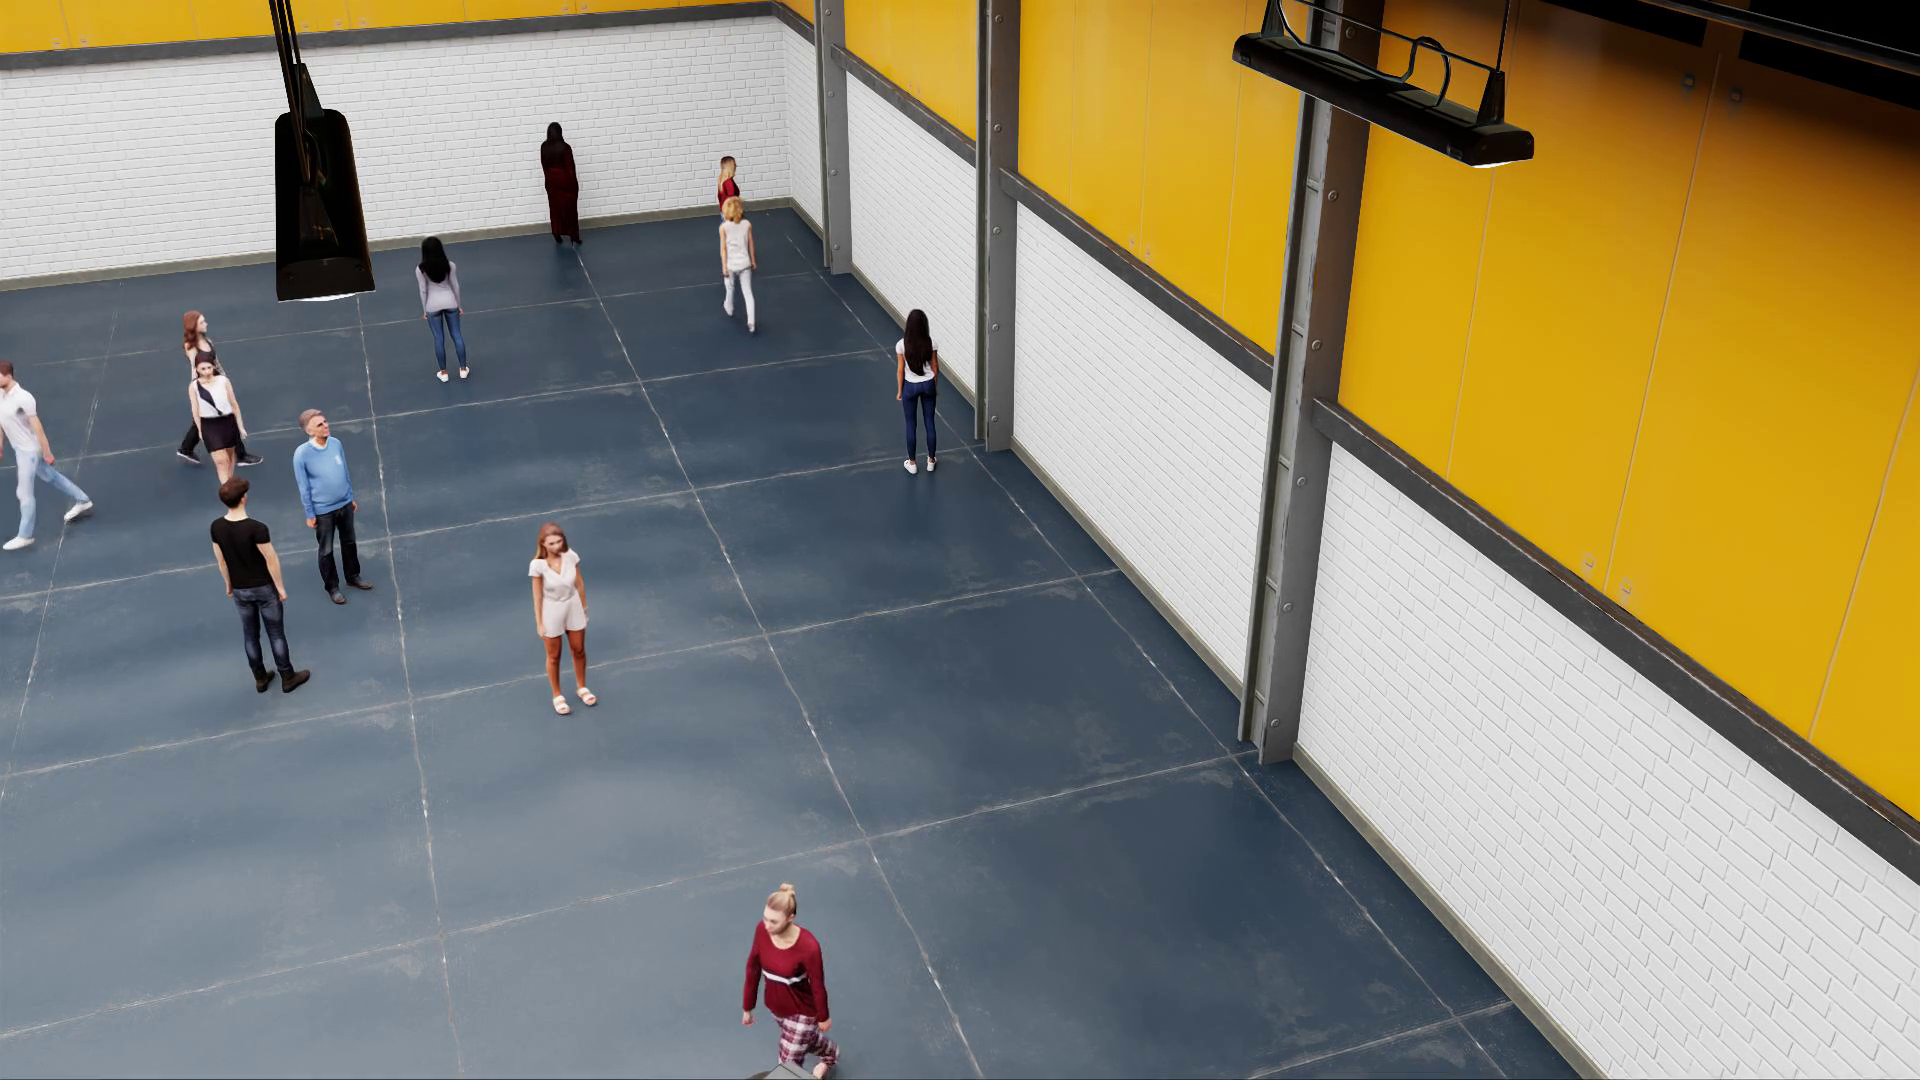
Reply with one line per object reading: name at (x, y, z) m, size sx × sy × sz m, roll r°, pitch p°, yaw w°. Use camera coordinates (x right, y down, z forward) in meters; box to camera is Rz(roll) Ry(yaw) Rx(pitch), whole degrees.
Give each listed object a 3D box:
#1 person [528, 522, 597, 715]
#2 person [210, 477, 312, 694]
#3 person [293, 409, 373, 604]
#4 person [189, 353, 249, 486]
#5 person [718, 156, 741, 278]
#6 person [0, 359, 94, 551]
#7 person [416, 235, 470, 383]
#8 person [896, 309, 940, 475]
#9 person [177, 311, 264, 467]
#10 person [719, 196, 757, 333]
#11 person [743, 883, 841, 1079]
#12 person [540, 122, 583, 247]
person at (-3.184, 0.591, 13.301) m, size 0.625 × 1.689 × 0.608 m, roll -17°, pitch 33°, yaw -28°
person at (-5.723, 0.380, 13.473) m, size 0.743 × 1.896 × 0.724 m, roll 3°, pitch 29°, yaw 6°
person at (-5.637, -0.338, 14.866) m, size 0.764 × 1.823 × 0.747 m, roll 19°, pitch 34°, yaw 31°
person at (-7.351, -1.106, 16.484) m, size 0.732 × 1.621 × 0.968 m, roll -21°, pitch 35°, yaw -33°
person at (-3.098, -4.385, 22.482) m, size 0.695 × 1.634 × 0.500 m, roll -16°, pitch 32°, yaw -26°
person at (-8.822, -0.893, 15.900) m, size 1.243 × 1.805 × 1.173 m, roll 19°, pitch 34°, yaw 31°
person at (-5.995, -2.685, 19.258) m, size 0.620 × 1.737 × 0.550 m, roll -13°, pitch 31°, yaw -22°
person at (-0.421, -1.532, 17.104) m, size 0.619 × 1.775 × 0.552 m, roll -6°, pitch 29°, yaw -10°
person at (-7.867, -1.531, 17.171) m, size 0.905 × 1.709 × 1.134 m, roll -1°, pitch 29°, yaw -1°
person at (-2.742, -3.383, 20.677) m, size 0.614 × 1.603 × 1.126 m, roll -10°, pitch 30°, yaw -18°
person at (-0.923, 2.642, 9.583) m, size 1.116 × 1.650 × 1.104 m, roll 17°, pitch 33°, yaw 29°
person at (-5.662, -5.054, 23.581) m, size 0.760 × 1.757 × 0.791 m, roll 8°, pitch 30°, yaw 14°
